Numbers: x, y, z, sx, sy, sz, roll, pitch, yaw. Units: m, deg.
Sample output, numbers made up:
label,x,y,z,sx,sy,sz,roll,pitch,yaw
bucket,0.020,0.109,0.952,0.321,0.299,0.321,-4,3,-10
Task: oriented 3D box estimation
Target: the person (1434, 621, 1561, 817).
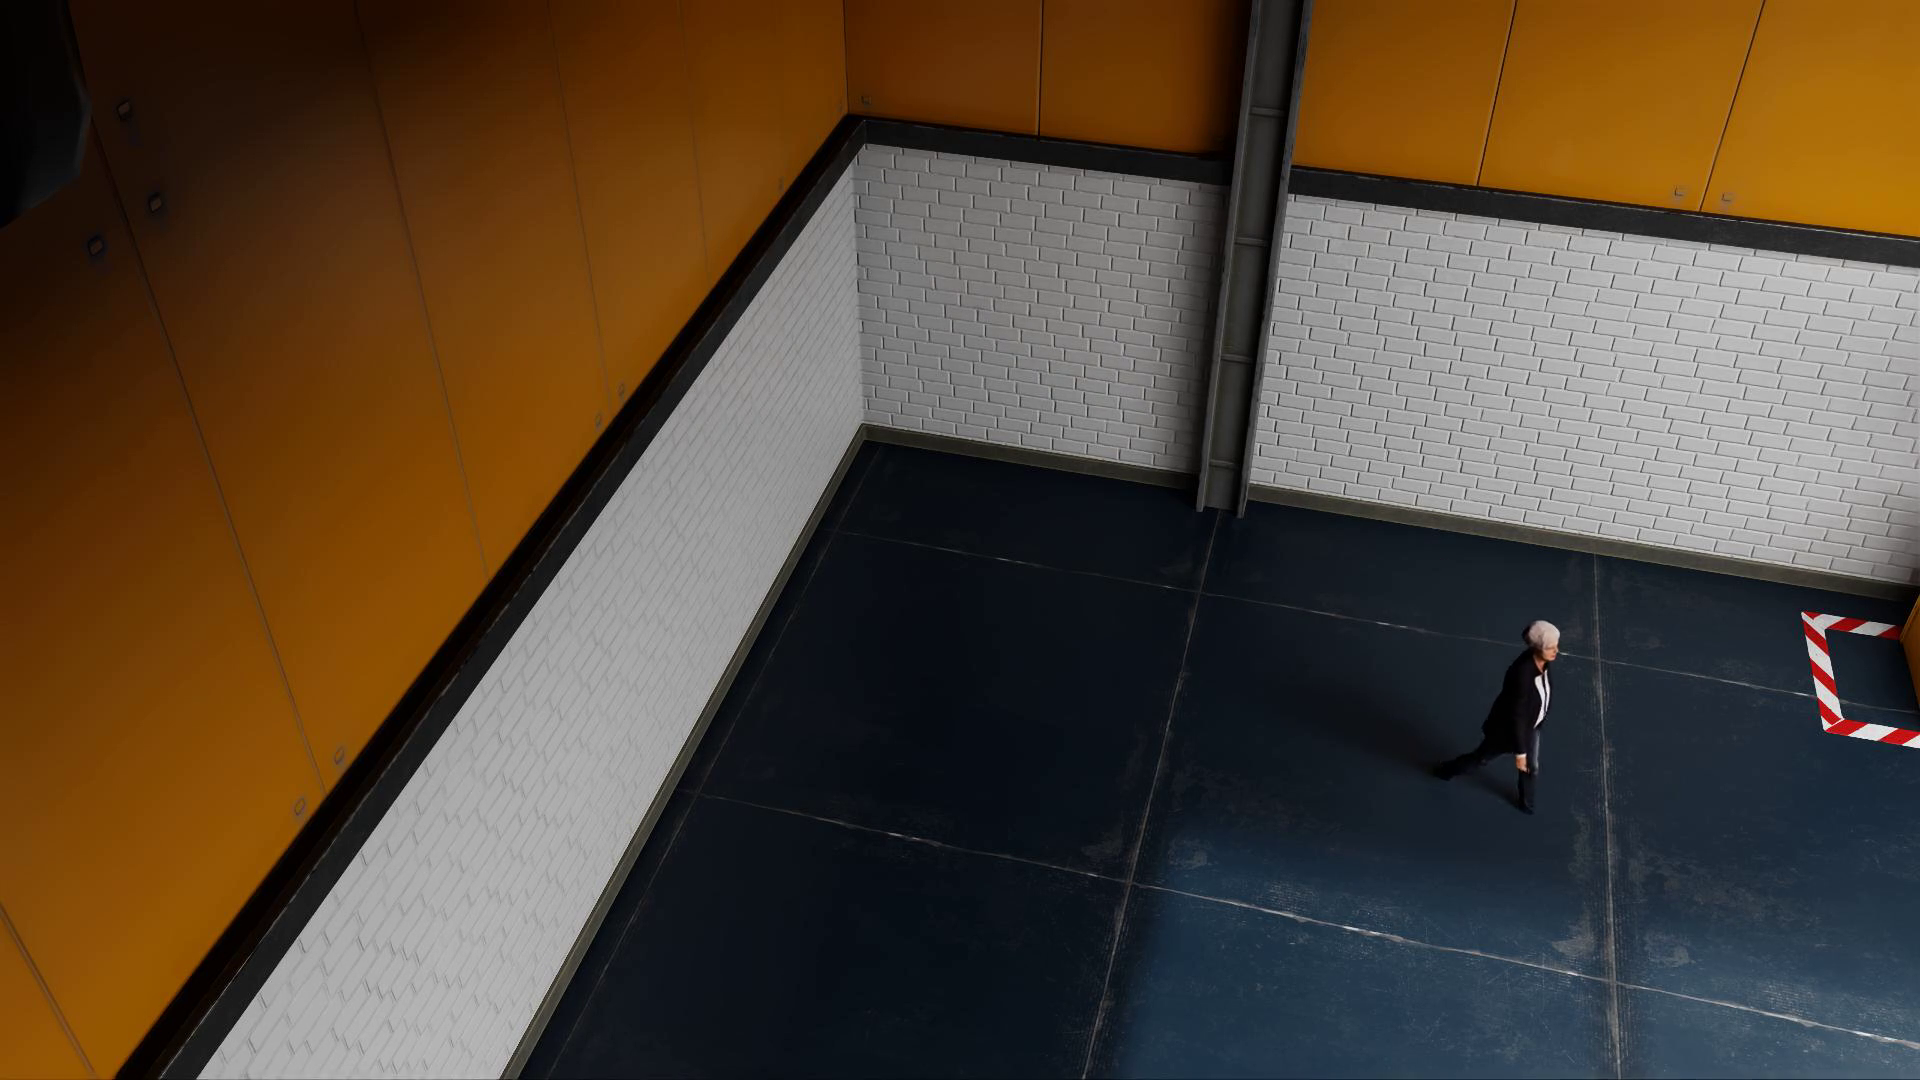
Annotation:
label,x,y,z,sx,sy,sz,roll,pitch,yaw
person,3.566,1.244,10.995,1.124,1.752,1.222,-30,47,-32
